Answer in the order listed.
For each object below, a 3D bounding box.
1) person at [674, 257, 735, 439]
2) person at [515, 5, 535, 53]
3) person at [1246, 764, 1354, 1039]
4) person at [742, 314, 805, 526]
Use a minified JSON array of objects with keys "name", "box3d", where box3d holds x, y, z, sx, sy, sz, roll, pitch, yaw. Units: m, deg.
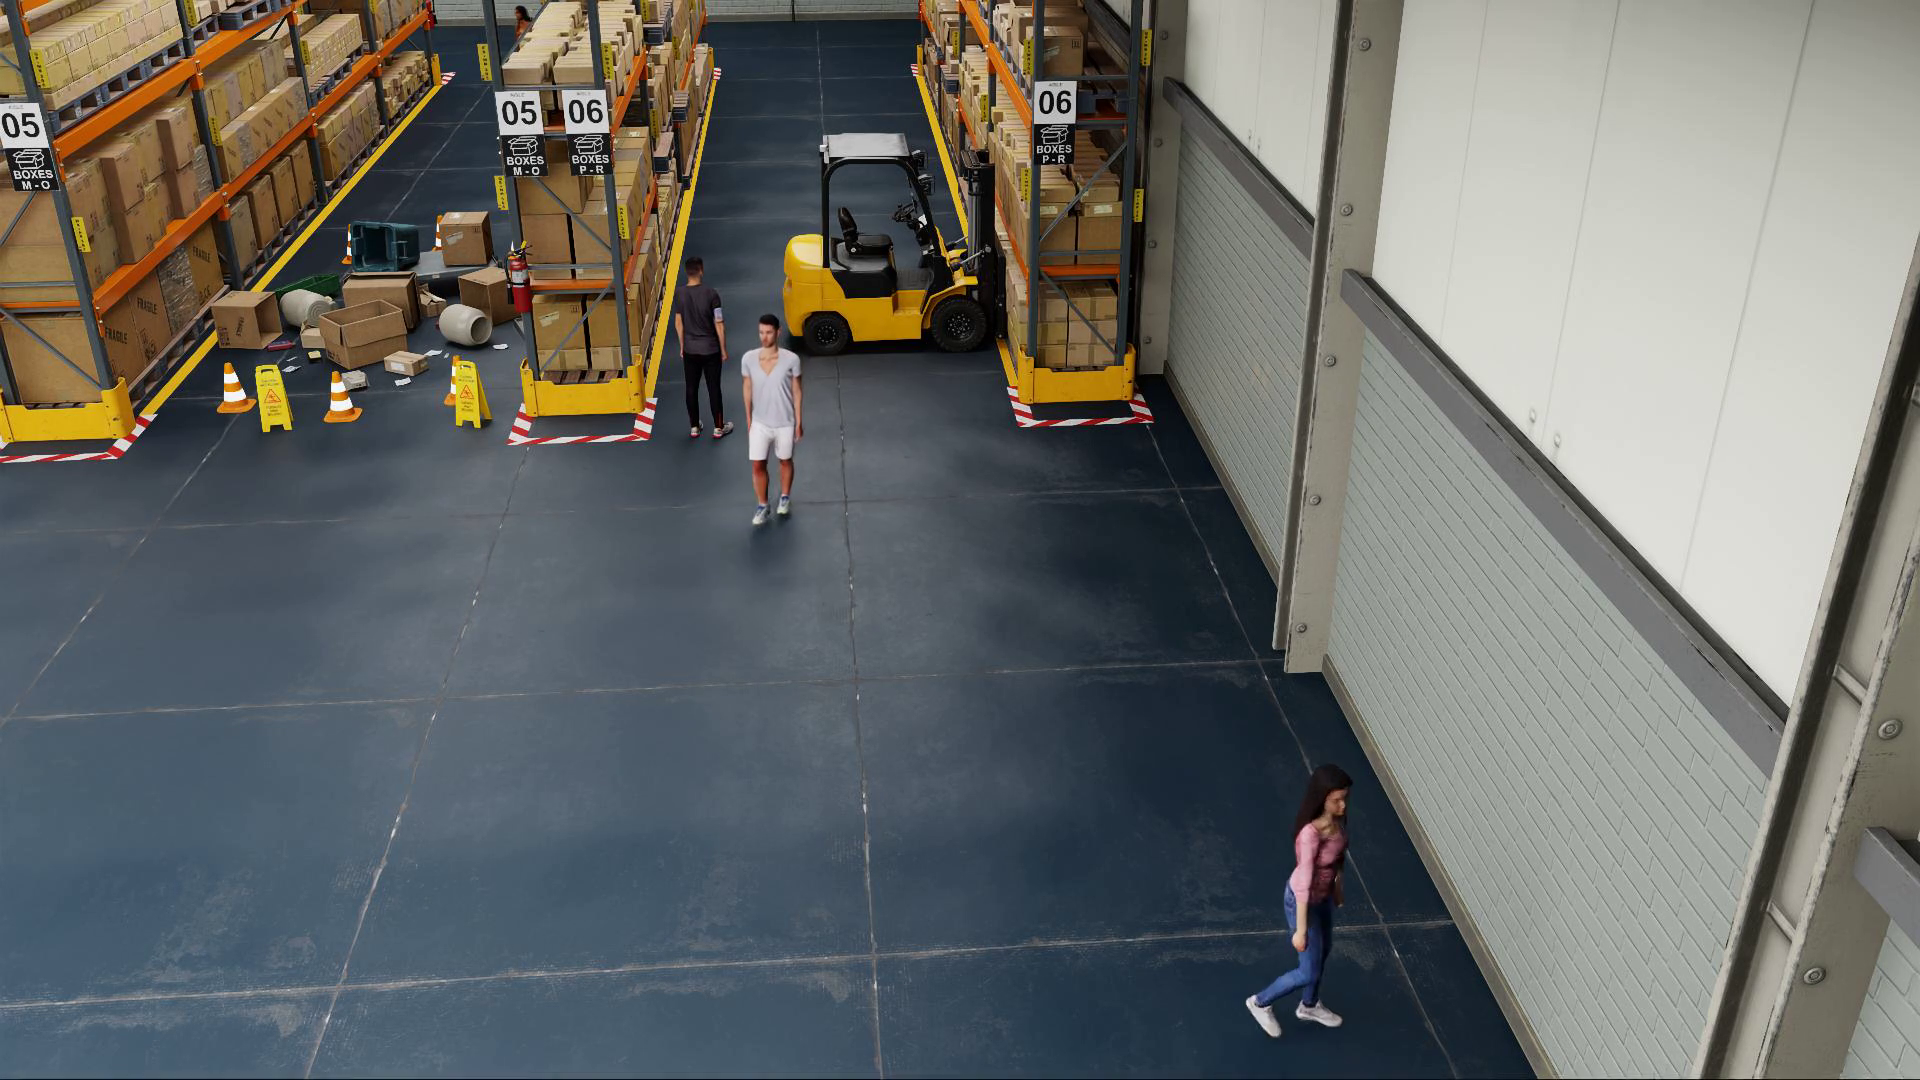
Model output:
[{"name":"person","box3d":[-2.464,-1.821,15.802,0.698,1.760,0.648,5,28,10]},{"name":"person","box3d":[-7.330,-8.240,28.349,0.671,1.687,0.655,6,28,11]},{"name":"person","box3d":[1.802,1.872,8.657,0.842,1.737,0.782,12,30,22]},{"name":"person","box3d":[-1.568,-1.086,14.292,0.730,1.836,0.831,1,27,1]}]
